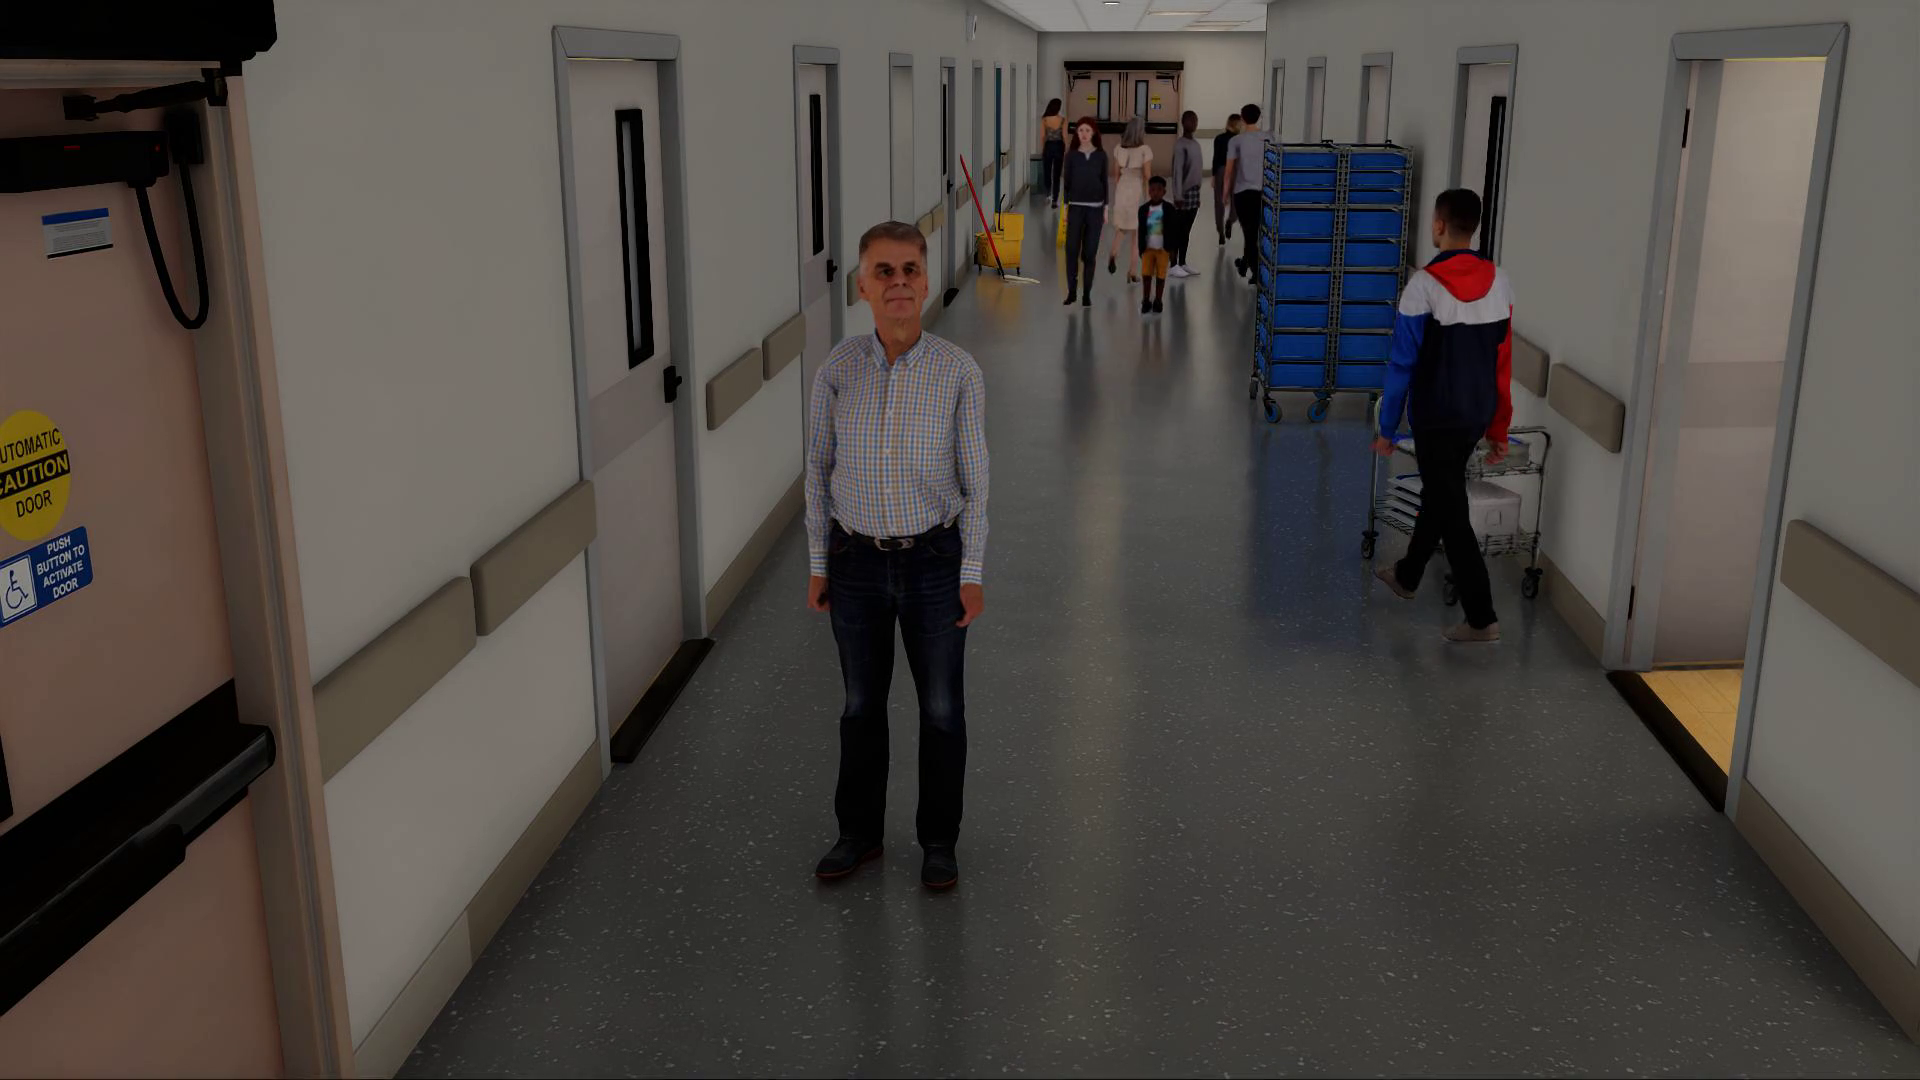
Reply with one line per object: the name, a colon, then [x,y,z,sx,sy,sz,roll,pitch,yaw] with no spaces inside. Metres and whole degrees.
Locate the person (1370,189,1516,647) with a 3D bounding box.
person: [1.931,-0.422,6.386,1.001,1.706,1.292,-6,17,-19]

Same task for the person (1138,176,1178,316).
person: [1.826,-2.717,15.352,0.537,1.258,0.622,3,16,9]

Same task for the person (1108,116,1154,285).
person: [1.753,-3.523,17.359,0.810,1.720,0.971,9,18,28]

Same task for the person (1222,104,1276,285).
person: [3.033,-3.534,17.207,0.905,1.824,1.235,-2,16,-9]

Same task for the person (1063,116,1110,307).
person: [1.203,-3.097,15.761,0.573,1.767,0.646,1,16,5]

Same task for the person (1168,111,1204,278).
person: [2.461,-3.787,18.202,0.754,1.771,0.647,12,20,36]

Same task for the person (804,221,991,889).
person: [-0.164,0.053,4.495,0.681,1.818,0.596,3,16,12]

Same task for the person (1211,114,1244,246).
person: [3.426,-4.565,21.182,0.664,1.651,0.811,2,16,8]

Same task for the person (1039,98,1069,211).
person: [1.505,-6.228,26.883,0.657,1.759,0.711,3,16,10]
